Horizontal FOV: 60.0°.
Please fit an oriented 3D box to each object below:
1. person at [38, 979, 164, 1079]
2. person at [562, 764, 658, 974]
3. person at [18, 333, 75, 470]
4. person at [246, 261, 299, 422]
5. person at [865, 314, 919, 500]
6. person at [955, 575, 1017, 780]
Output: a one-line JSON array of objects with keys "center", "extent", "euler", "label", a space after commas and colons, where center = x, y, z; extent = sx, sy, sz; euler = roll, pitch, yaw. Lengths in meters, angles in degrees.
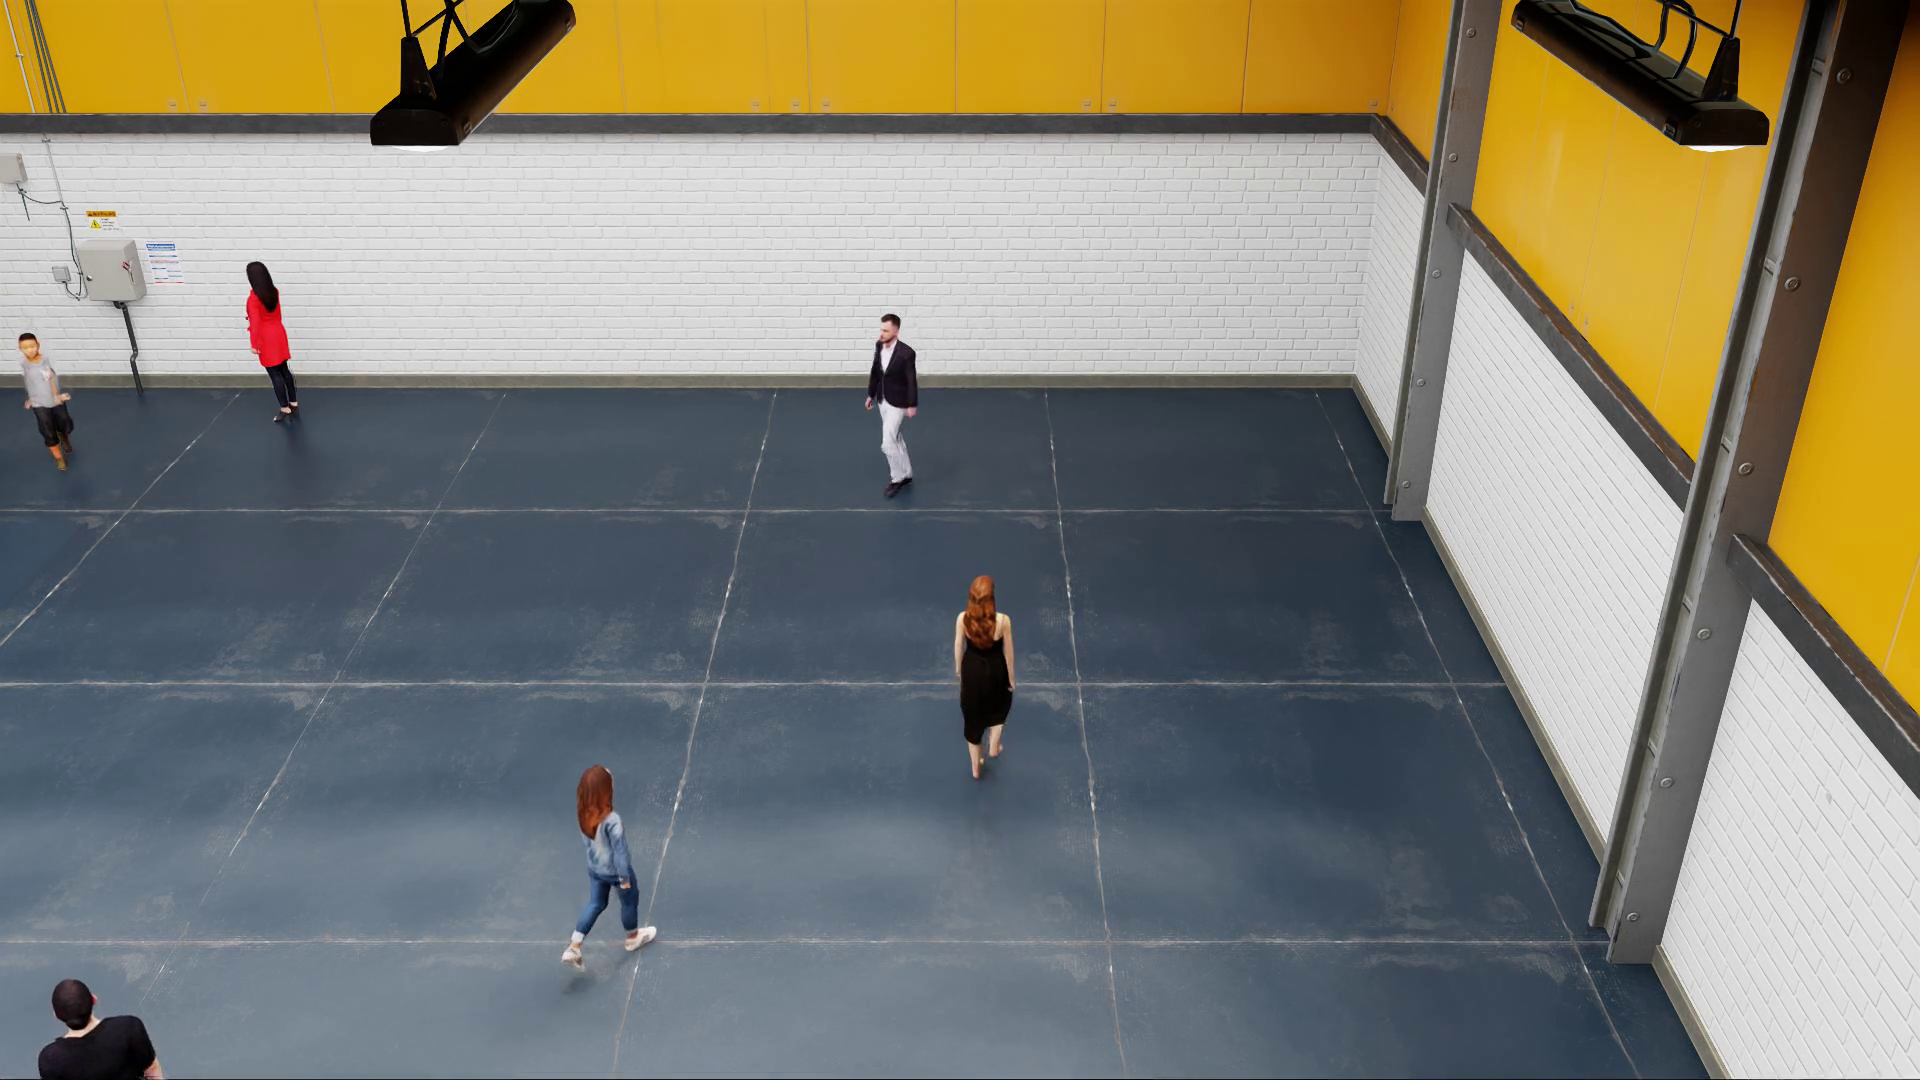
[{"center": [-4.174, 2.925, 8.278], "extent": [0.875, 1.747, 0.960], "euler": [-15, 32, -26], "label": "person"}, {"center": [-2.222, 2.035, 10.210], "extent": [0.892, 1.460, 0.990], "euler": [21, 35, 34], "label": "person"}, {"center": [-9.153, -1.460, 16.629], "extent": [0.783, 1.450, 0.884], "euler": [-16, 32, -27], "label": "person"}, {"center": [-7.219, -2.082, 17.456], "extent": [0.735, 1.749, 0.608], "euler": [7, 29, 12], "label": "person"}, {"center": [-0.565, -1.337, 16.016], "extent": [0.891, 1.821, 0.825], "euler": [-22, 35, -34], "label": "person"}, {"center": [0.159, 1.021, 11.911], "extent": [0.634, 1.611, 0.701], "euler": [3, 29, 5], "label": "person"}]
